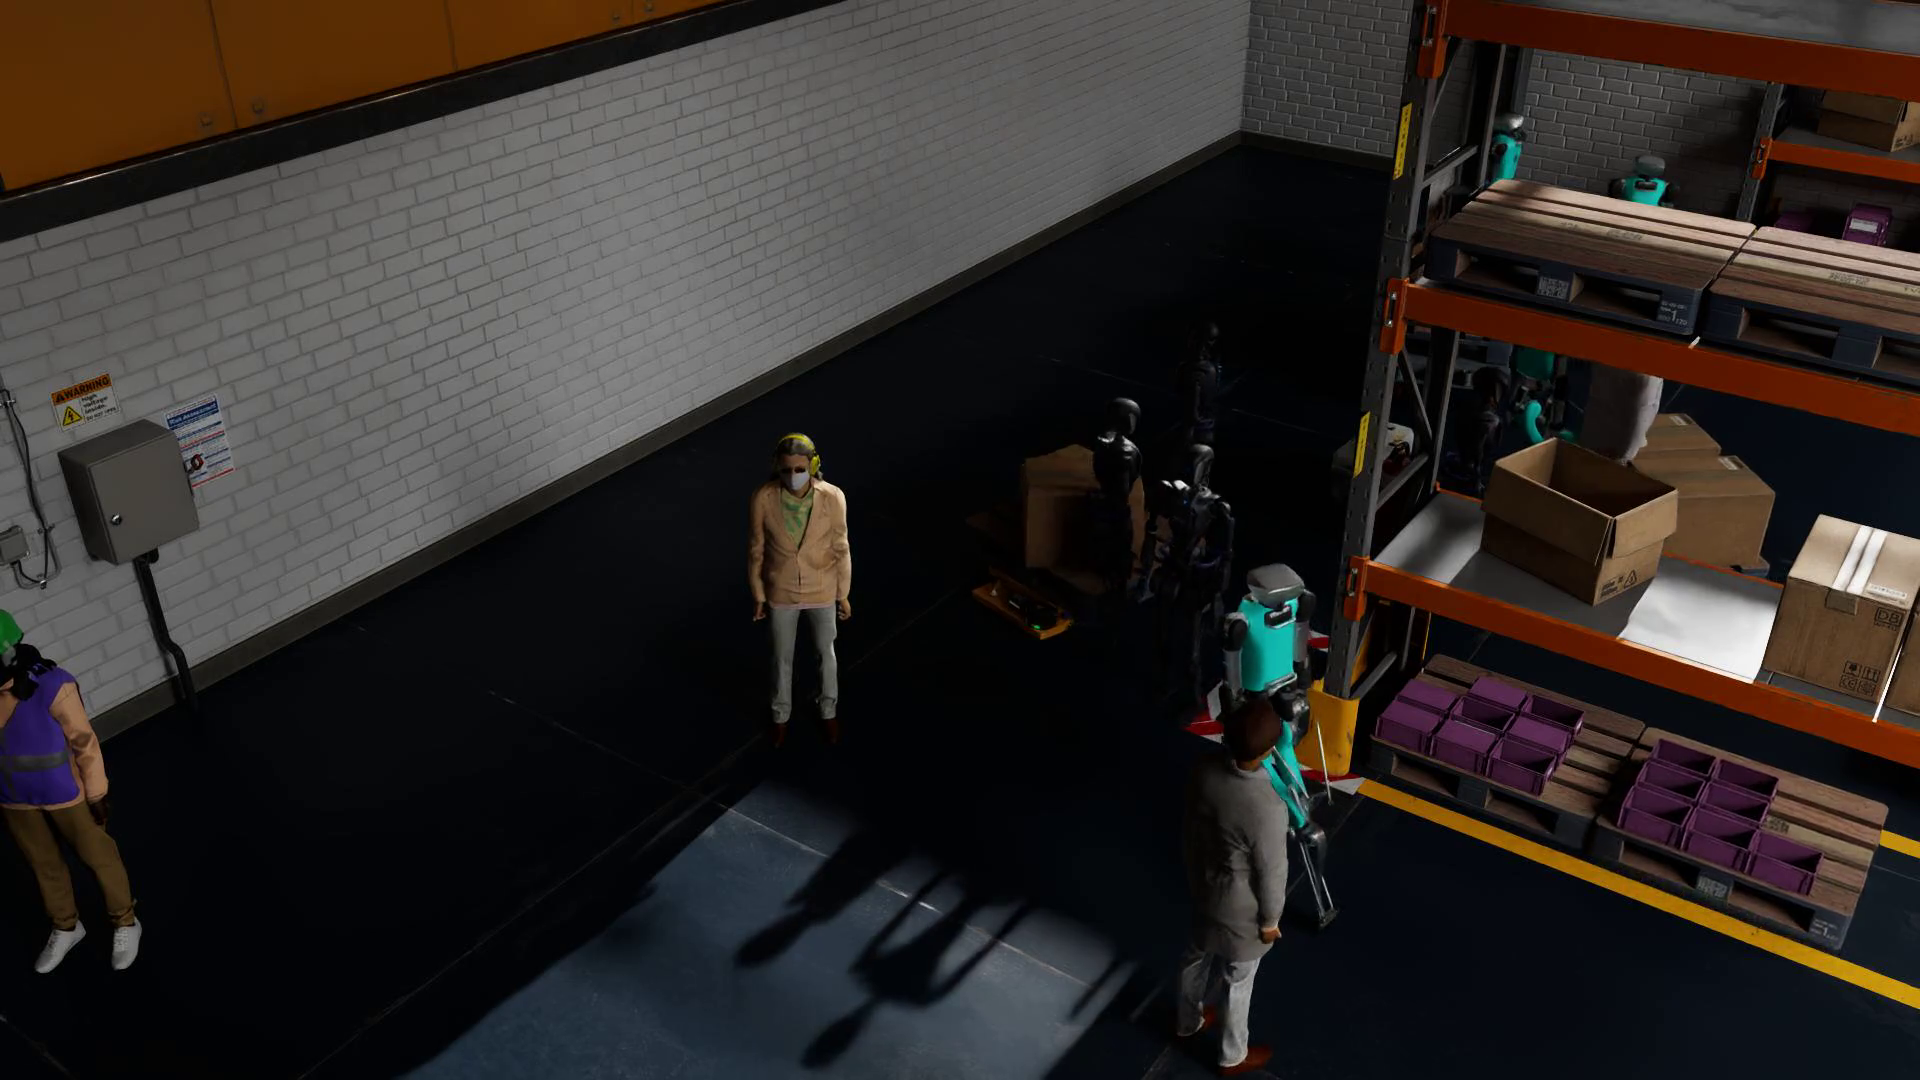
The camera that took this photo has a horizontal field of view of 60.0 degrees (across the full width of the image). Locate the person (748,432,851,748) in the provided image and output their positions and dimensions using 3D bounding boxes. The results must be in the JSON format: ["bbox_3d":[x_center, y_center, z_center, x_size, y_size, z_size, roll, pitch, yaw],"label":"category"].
[{"bbox_3d":[-0.859,0.263,8.977,0.552,1.877,0.402,-2,30,-4],"label":"person"}]

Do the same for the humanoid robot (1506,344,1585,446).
[{"bbox_3d":[4.018,-0.898,11.148,0.884,1.788,0.558,-10,31,-17],"label":"humanoid robot"}]

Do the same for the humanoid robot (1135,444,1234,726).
[{"bbox_3d":[1.246,0.230,9.223,0.585,1.650,0.361,21,36,32],"label":"humanoid robot"}]

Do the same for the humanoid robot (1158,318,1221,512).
[{"bbox_3d":[1.449,-0.654,10.761,0.404,1.657,0.599,5,30,9],"label":"humanoid robot"}]

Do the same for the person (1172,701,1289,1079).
[{"bbox_3d":[1.146,1.461,6.945,0.360,1.828,0.514,-22,37,-33],"label":"person"}]

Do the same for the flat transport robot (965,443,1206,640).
[{"bbox_3d":[0.830,0.201,10.691,1.431,0.231,0.659,-23,37,-34],"label":"flat transport robot"}]

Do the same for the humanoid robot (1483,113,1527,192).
[{"bbox_3d":[4.407,-2.955,14.726,0.991,1.771,0.543,22,37,33],"label":"humanoid robot"}]

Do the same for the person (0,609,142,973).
[{"bbox_3d":[-4.096,1.112,7.447,0.546,1.929,0.409,-1,30,-2],"label":"person"}]

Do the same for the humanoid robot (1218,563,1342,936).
[{"bbox_3d":[1.628,1.037,7.792,0.548,1.764,0.947,-18,35,-28],"label":"humanoid robot"}]

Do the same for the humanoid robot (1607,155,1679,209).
[{"bbox_3d":[5.326,-2.051,13.228,0.545,1.893,0.727,5,30,9],"label":"humanoid robot"}]

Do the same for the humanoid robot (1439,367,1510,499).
[{"bbox_3d":[3.070,-0.319,10.196,0.362,1.643,0.603,7,31,11],"label":"humanoid robot"}]

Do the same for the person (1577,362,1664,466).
[{"bbox_3d":[4.289,-0.684,10.631,0.959,1.865,0.653,-9,31,-15],"label":"person"}]

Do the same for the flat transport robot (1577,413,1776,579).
[{"bbox_3d":[4.392,0.167,10.749,1.431,0.231,0.659,-2,30,-4],"label":"flat transport robot"}]

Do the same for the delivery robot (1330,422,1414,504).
[{"bbox_3d":[2.934,-0.560,11.744,0.524,0.614,0.786,21,36,31],"label":"delivery robot"}]

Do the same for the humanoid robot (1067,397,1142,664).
[{"bbox_3d":[0.861,-0.082,9.773,0.405,1.638,0.601,-4,30,-8],"label":"humanoid robot"}]
